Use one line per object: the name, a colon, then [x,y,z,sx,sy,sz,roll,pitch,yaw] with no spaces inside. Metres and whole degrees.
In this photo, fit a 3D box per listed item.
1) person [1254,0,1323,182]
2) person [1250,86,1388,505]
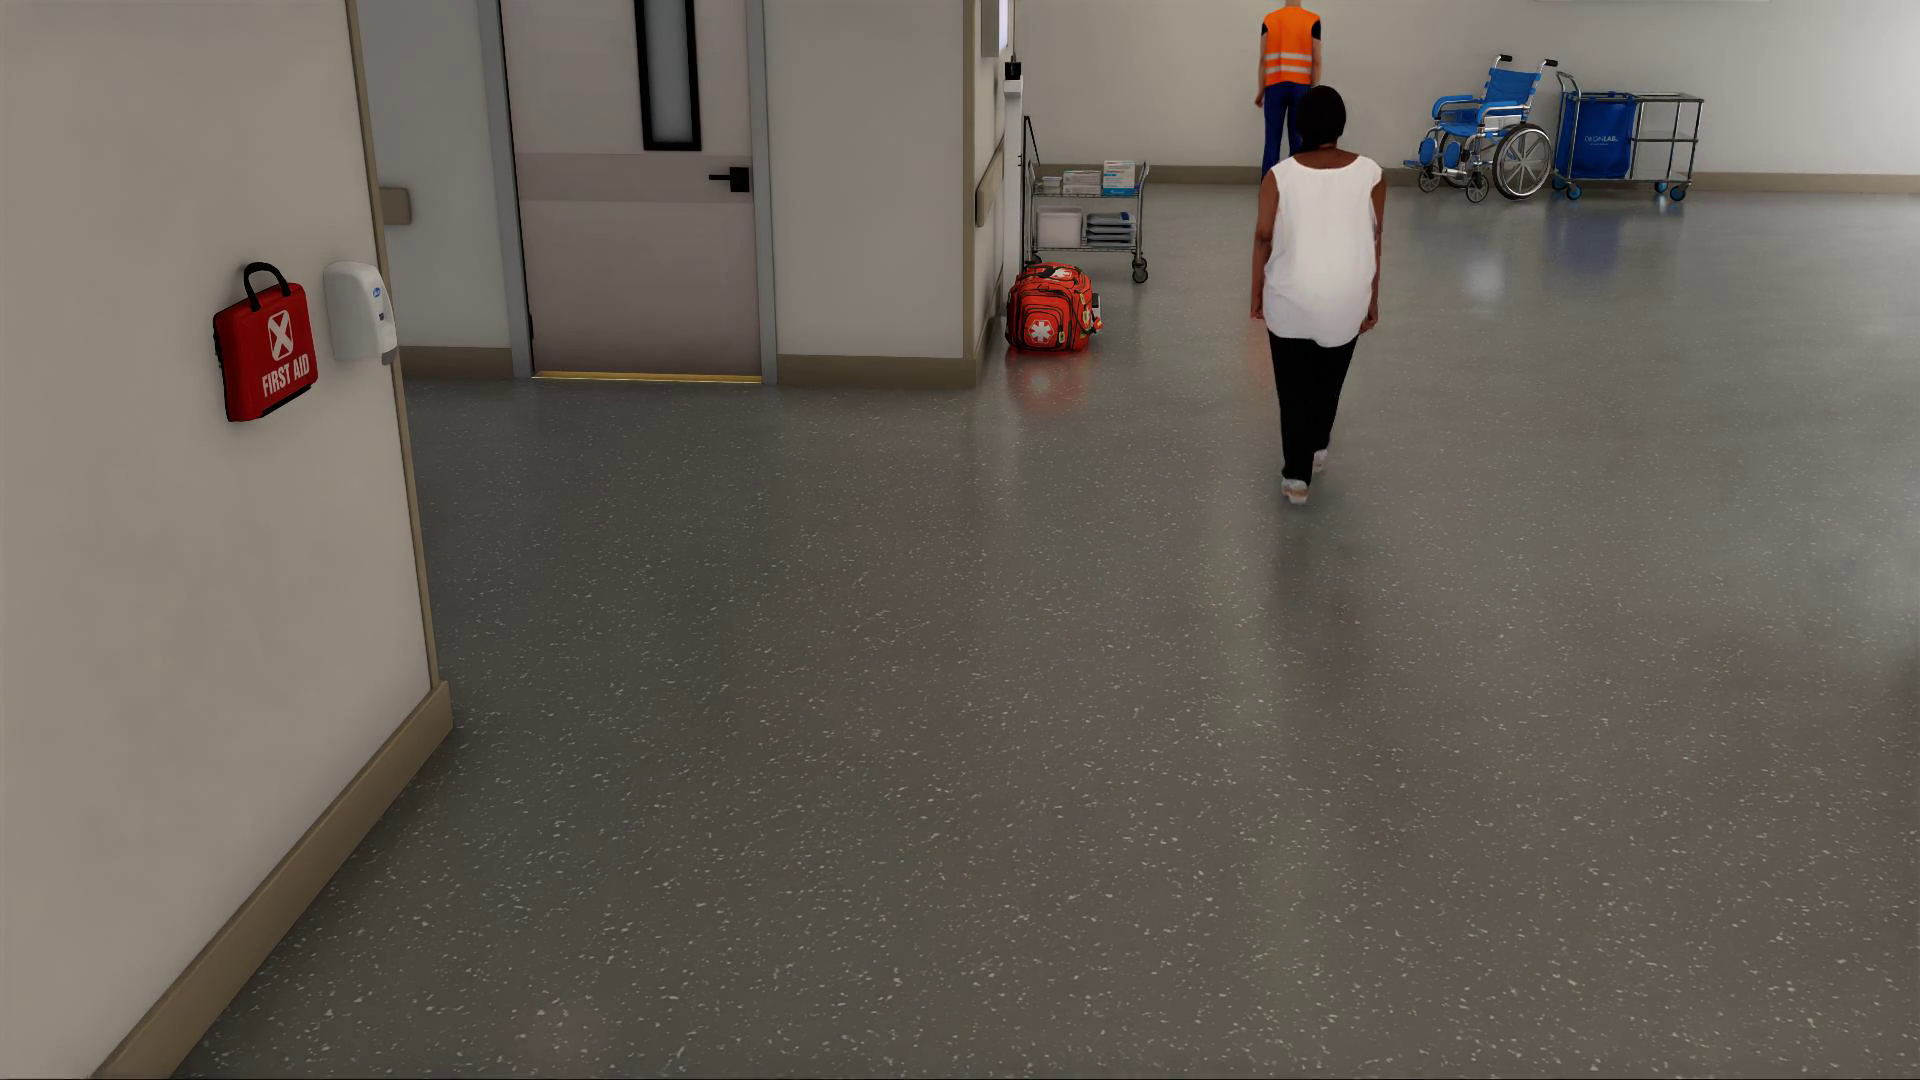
person: [2.706,-3.719,13.728,0.716,1.884,0.659,4,21,11]
person: [1.452,-0.965,6.767,0.669,1.665,0.931,1,21,3]
